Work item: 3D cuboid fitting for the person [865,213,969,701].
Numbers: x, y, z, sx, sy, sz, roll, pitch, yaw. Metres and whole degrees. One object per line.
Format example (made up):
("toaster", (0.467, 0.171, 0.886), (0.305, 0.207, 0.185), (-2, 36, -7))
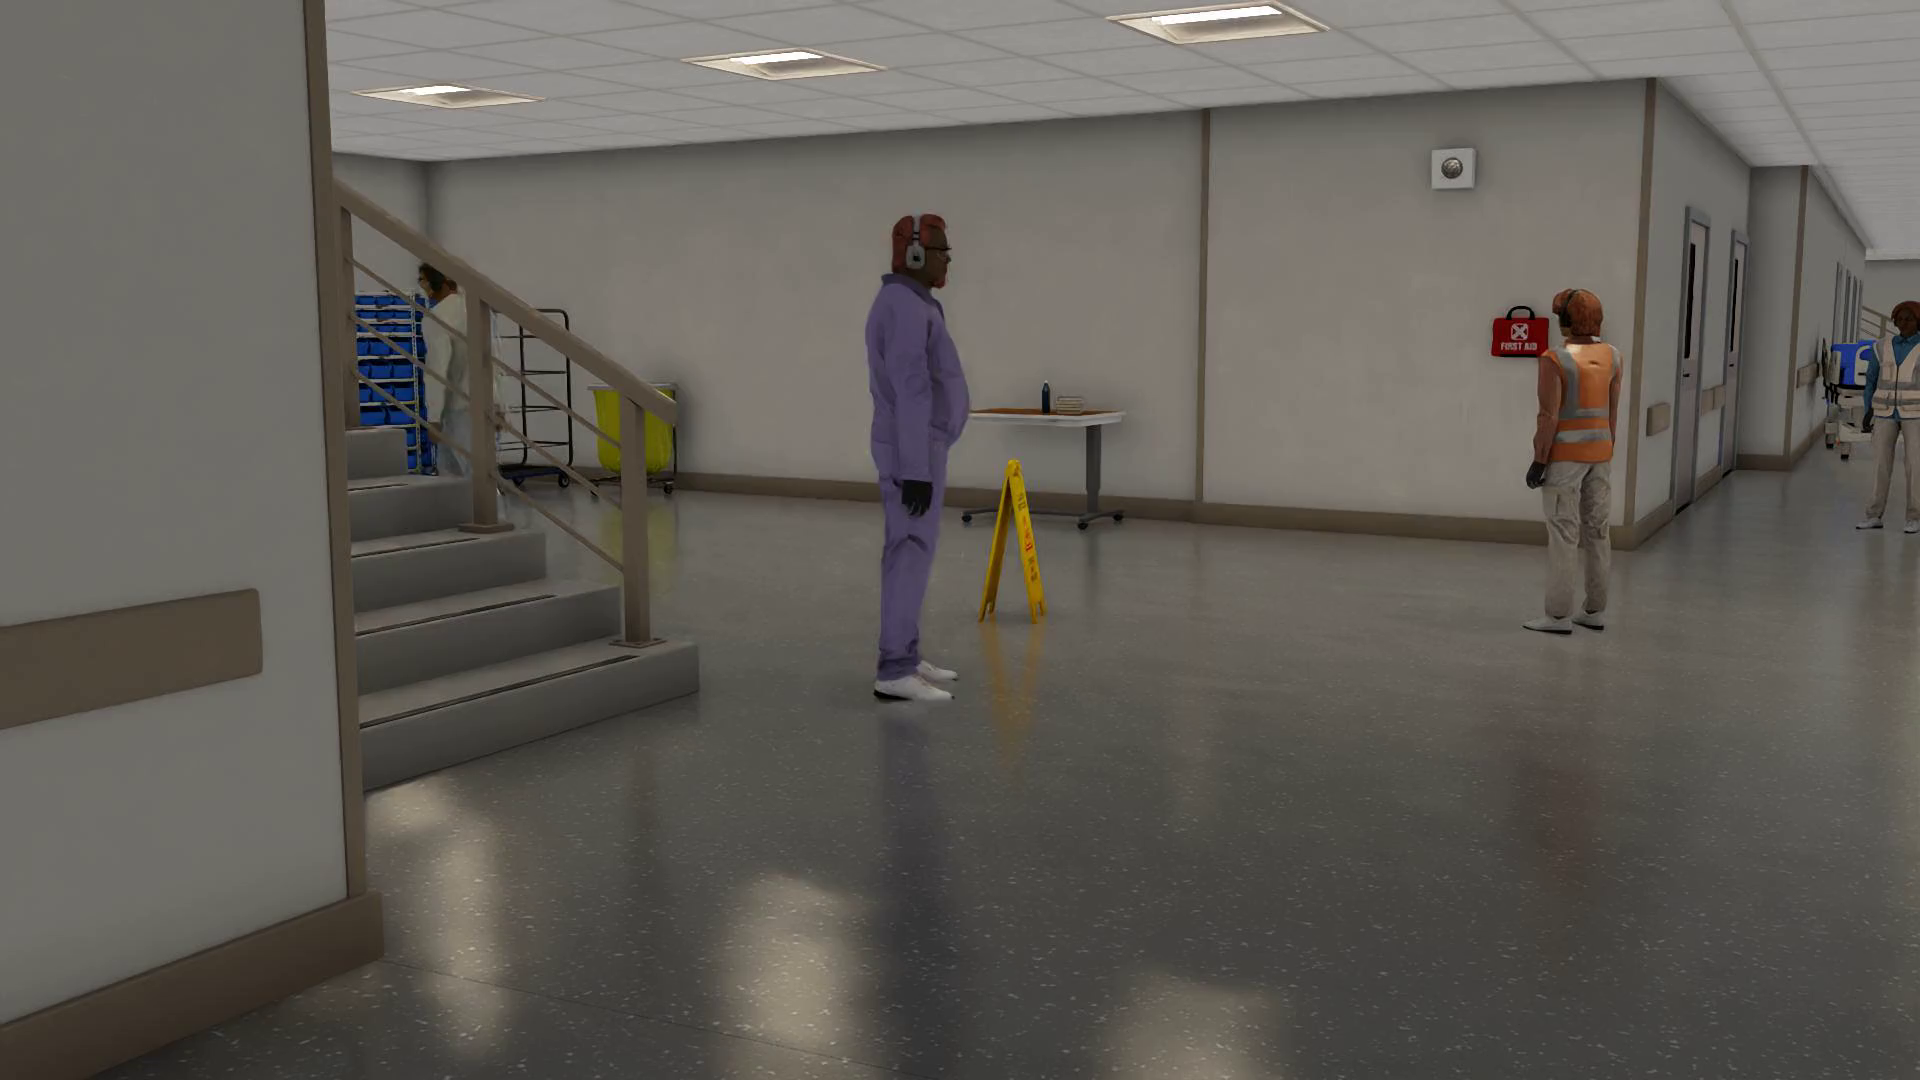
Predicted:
("person", (-0.189, -0.321, 6.608), (0.453, 1.911, 0.673), (-1, 7, -8))

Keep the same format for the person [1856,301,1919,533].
("person", (6.669, -0.869, 11.785), (0.307, 1.638, 0.513), (-6, 10, -40))

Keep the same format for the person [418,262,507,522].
("person", (-3.096, -0.799, 10.255), (0.776, 1.892, 0.637), (1, 7, 9))

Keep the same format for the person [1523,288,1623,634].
("person", (2.924, -0.369, 7.922), (0.513, 1.642, 0.311), (-4, 8, -27))
